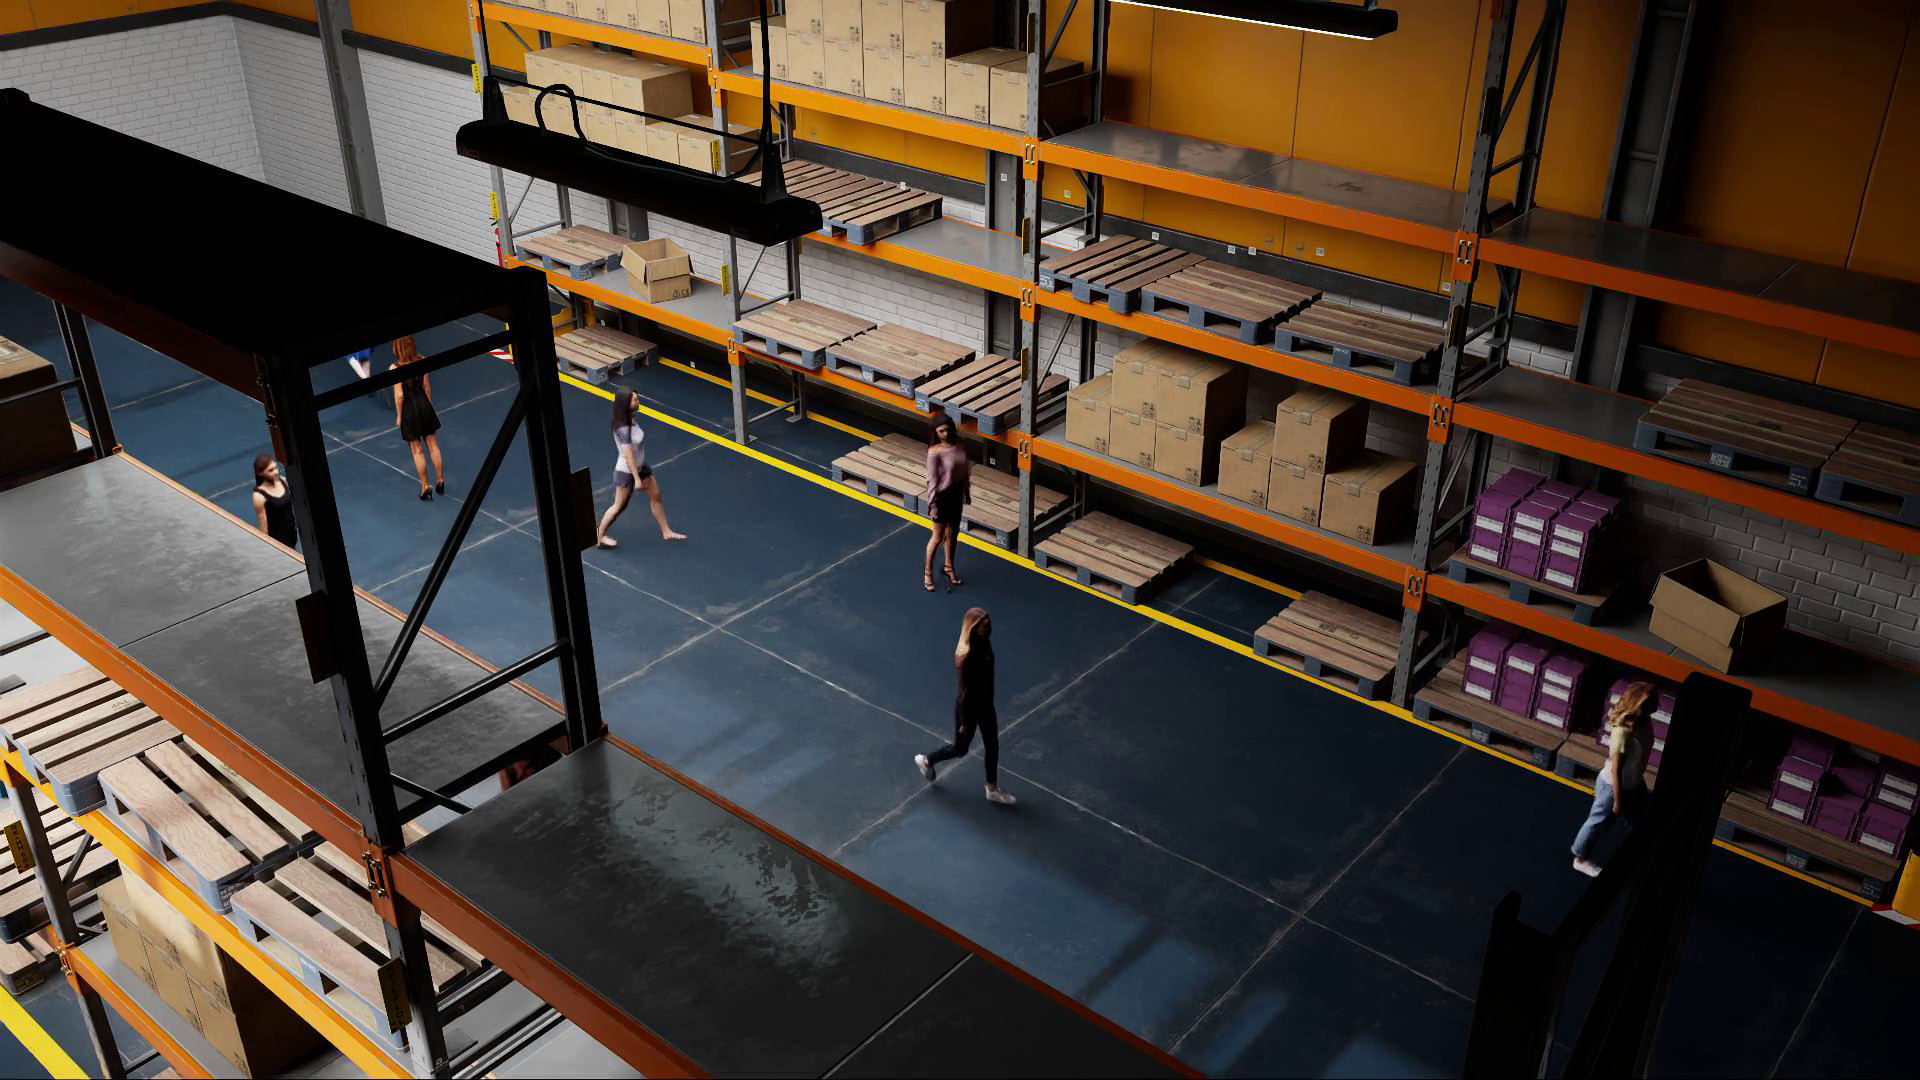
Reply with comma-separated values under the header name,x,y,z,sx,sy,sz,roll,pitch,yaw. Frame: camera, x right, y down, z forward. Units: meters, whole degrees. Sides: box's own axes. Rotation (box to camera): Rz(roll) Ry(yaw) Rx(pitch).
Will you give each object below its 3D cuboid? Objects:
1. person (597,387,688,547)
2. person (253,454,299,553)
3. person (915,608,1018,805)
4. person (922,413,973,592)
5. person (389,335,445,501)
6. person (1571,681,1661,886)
name,x,y,z,sx,sy,sz,roll,pitch,yaw
person,-3.246,-0.663,16.018,1.178,1.662,1.084,-1,29,-1
person,-6.100,-0.005,14.830,1.203,1.644,0.946,6,29,11
person,0.031,1.242,12.506,1.115,1.680,0.780,13,31,23
person,-0.104,-0.366,15.328,0.614,1.802,0.692,21,35,33
person,-5.541,-1.267,16.945,0.517,1.834,0.575,23,36,35
person,4.536,1.683,11.669,0.798,1.708,0.638,23,36,35
